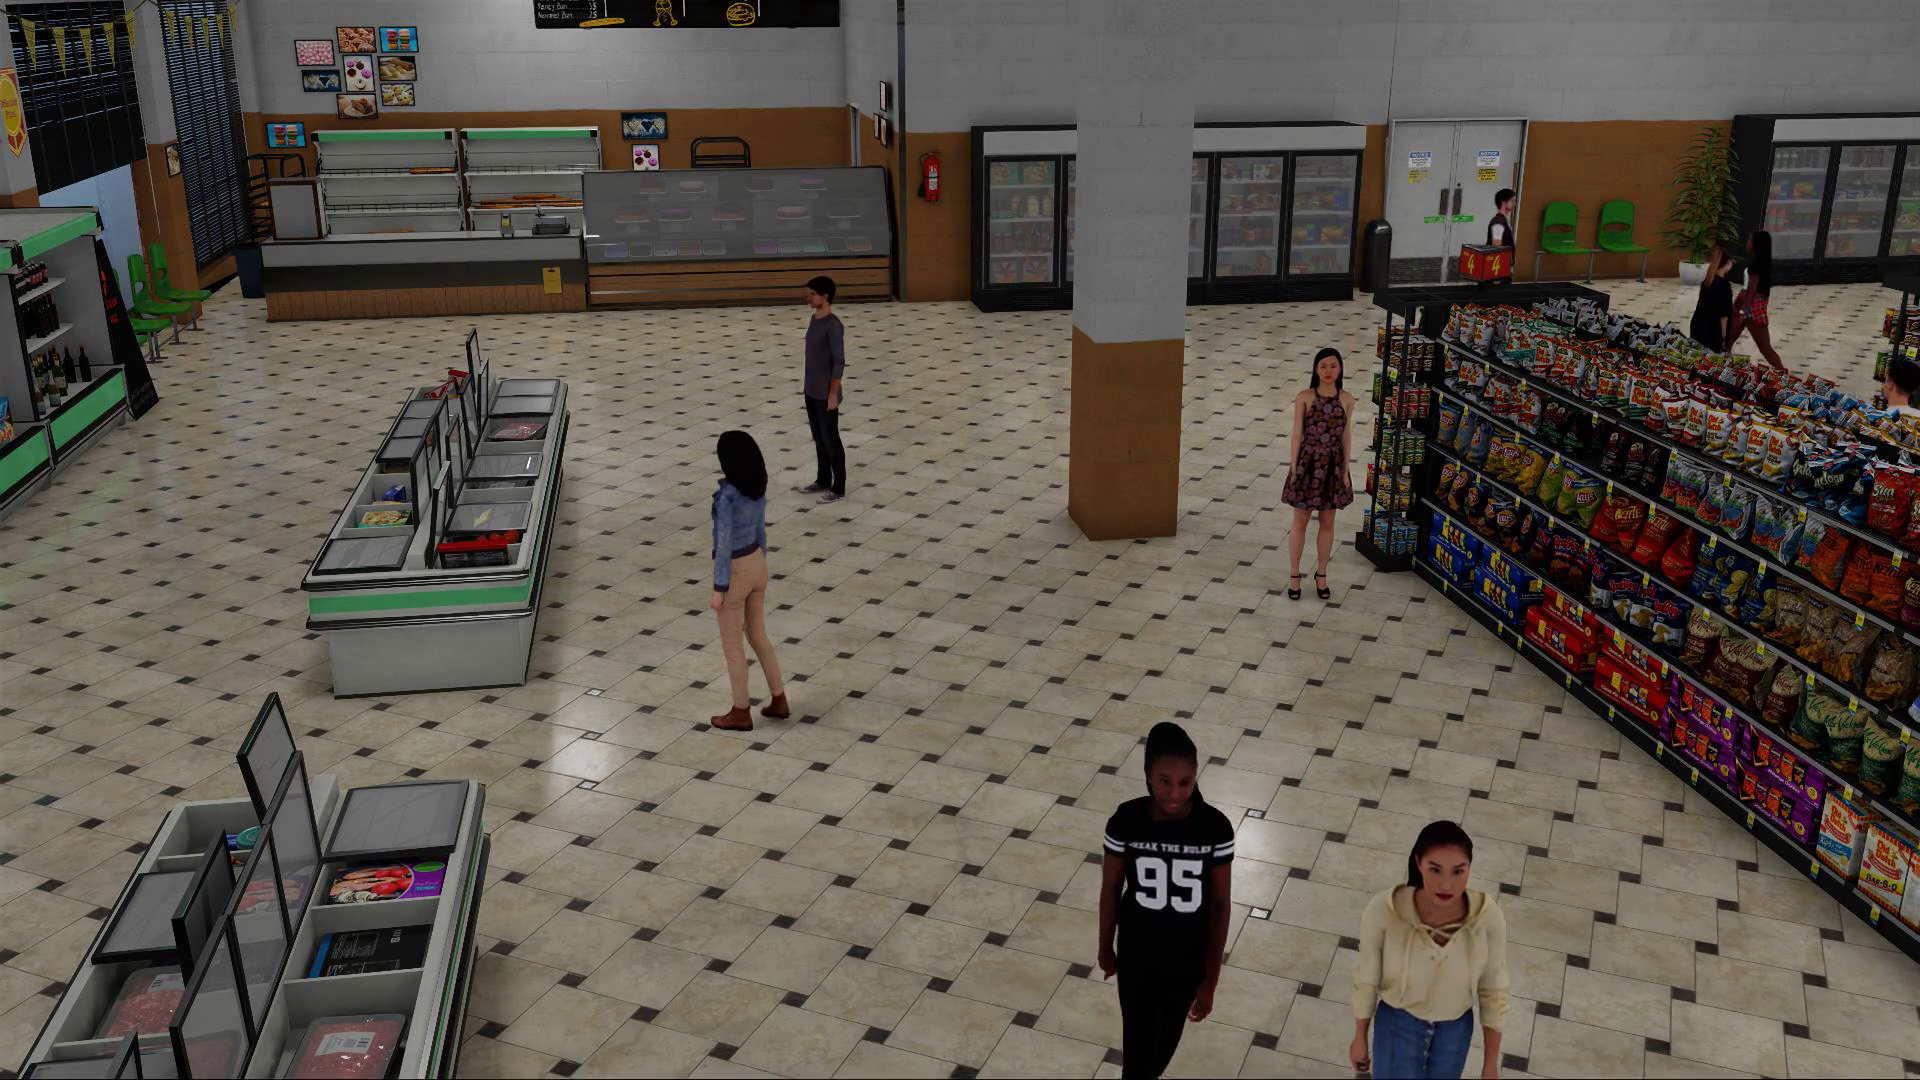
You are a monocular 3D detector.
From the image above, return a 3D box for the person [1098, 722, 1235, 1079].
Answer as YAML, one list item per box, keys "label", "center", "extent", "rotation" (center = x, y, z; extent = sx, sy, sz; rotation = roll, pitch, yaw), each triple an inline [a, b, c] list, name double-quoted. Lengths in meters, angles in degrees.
- label: "person"
  center: [0.736, 1.447, 5.954]
  extent: [0.753, 1.688, 1.169]
  rotation: [1, 19, 2]

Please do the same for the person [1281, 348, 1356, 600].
- label: "person"
  center: [2.470, -0.448, 11.439]
  extent: [0.705, 1.774, 0.715]
  rotation: [0, 19, 0]

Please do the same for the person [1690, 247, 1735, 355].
- label: "person"
  center: [7.193, -1.981, 16.153]
  extent: [0.738, 1.668, 0.978]
  rotation: [-1, 19, -2]

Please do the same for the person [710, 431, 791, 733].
- label: "person"
  center: [-1.205, 0.237, 9.409]
  extent: [0.813, 1.775, 0.747]
  rotation: [10, 21, 28]

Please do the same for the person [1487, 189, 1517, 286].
- label: "person"
  center: [6.138, -3.134, 19.329]
  extent: [1.079, 1.823, 1.142]
  rotation: [7, 20, 20]

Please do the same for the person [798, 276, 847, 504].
- label: "person"
  center: [-1.116, -1.248, 13.690]
  extent: [0.794, 1.853, 0.605]
  rotation: [-10, 21, -27]

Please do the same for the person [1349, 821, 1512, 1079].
- label: "person"
  center: [1.529, 1.641, 5.530]
  extent: [0.819, 1.592, 1.167]
  rotation: [1, 19, 4]
